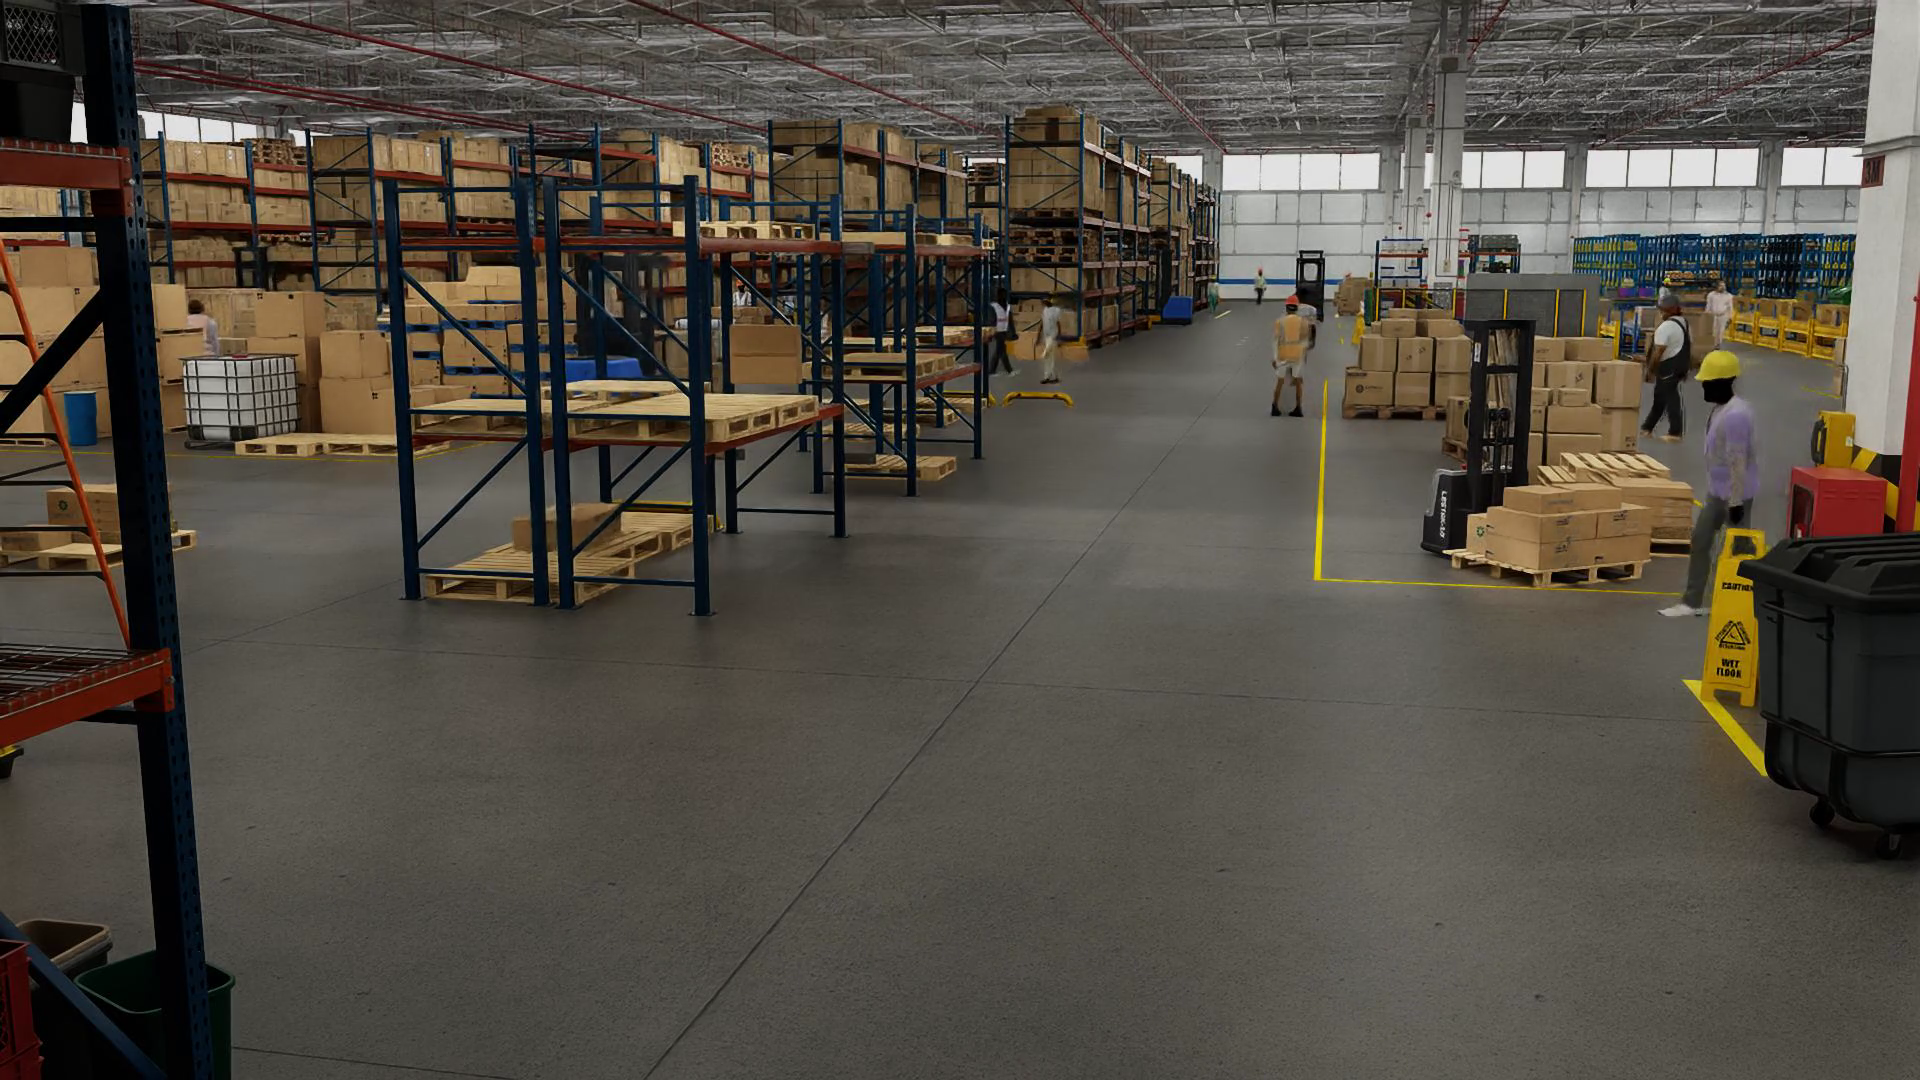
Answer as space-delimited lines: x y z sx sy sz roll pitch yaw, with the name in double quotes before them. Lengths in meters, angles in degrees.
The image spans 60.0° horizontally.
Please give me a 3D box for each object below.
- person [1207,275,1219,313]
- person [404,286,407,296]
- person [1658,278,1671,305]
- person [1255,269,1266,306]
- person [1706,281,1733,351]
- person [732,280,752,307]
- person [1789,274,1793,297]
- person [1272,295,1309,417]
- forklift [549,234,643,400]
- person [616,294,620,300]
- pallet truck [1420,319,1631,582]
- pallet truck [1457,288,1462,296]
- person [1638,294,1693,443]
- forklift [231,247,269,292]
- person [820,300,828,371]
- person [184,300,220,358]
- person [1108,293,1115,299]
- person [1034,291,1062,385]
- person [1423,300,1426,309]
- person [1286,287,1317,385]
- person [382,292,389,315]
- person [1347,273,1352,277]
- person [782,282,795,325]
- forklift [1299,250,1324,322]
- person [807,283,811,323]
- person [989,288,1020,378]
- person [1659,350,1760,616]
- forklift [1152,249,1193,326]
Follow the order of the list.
"person" 11.667 -11.324 76.639 0.527 1.742 0.779 2 10 11
"person" -13.233 -5.073 39.182 0.984 1.904 0.642 -5 11 -26
"person" 24.604 -8.226 58.079 0.403 1.816 0.601 7 12 37
"person" 15.948 -13.450 88.535 0.627 1.972 0.678 -3 10 -18
"person" 20.323 -5.965 44.485 0.667 1.873 0.873 3 10 16
"person" -5.952 -6.141 45.360 0.552 1.937 0.356 2 10 13
"person" 39.864 -11.874 79.643 0.591 1.825 0.404 -3 10 -19
"person" 5.192 -2.887 26.156 0.556 1.916 0.433 2 10 9
"forklift" -5.007 -2.943 23.633 1.129 2.768 1.873 2 10 12
"person" -8.448 -5.244 40.955 0.524 1.632 0.314 0 10 0
"pallet truck" 4.543 -0.757 13.299 0.823 1.965 1.885 -4 10 -22
"pallet truck" 20.506 -9.785 68.819 0.653 1.274 1.630 2 10 12
"person" 9.518 -2.360 22.663 0.710 2.000 0.928 -9 13 -42
"forklift" -19.933 -6.864 46.850 1.129 2.768 1.873 2 10 12
"person" -2.881 -4.148 34.436 0.307 1.641 0.512 3 10 18
"person" -12.210 -2.917 26.658 0.677 1.832 0.467 -5 11 -27
"person" 5.413 -8.316 58.837 0.801 1.736 0.525 1 10 7
"person" 1.707 -4.000 32.972 0.744 1.841 0.529 -5 11 -29
"person" 15.827 -7.806 56.144 0.279 1.624 0.494 -7 12 -35
"person" 6.671 -3.991 32.645 0.635 1.932 0.827 2 10 14
"person" -13.606 -5.048 39.594 0.320 1.697 0.532 -4 10 -22
"person" 21.427 -13.879 91.823 0.836 1.723 0.570 -4 10 -23
"person" -5.804 -7.875 56.370 0.319 1.690 0.535 9 13 42
"forklift" 13.778 -10.002 65.433 1.129 2.768 1.873 2 10 12
"person" -5.674 -9.160 64.163 0.494 1.624 0.279 0 10 -2
"person" 0.943 -4.316 34.754 0.971 1.874 0.596 7 12 37
"person" 5.344 -0.364 11.362 0.872 1.879 0.628 1 10 8
"forklift" 7.646 -9.320 61.395 1.873 2.768 1.129 2 10 11
